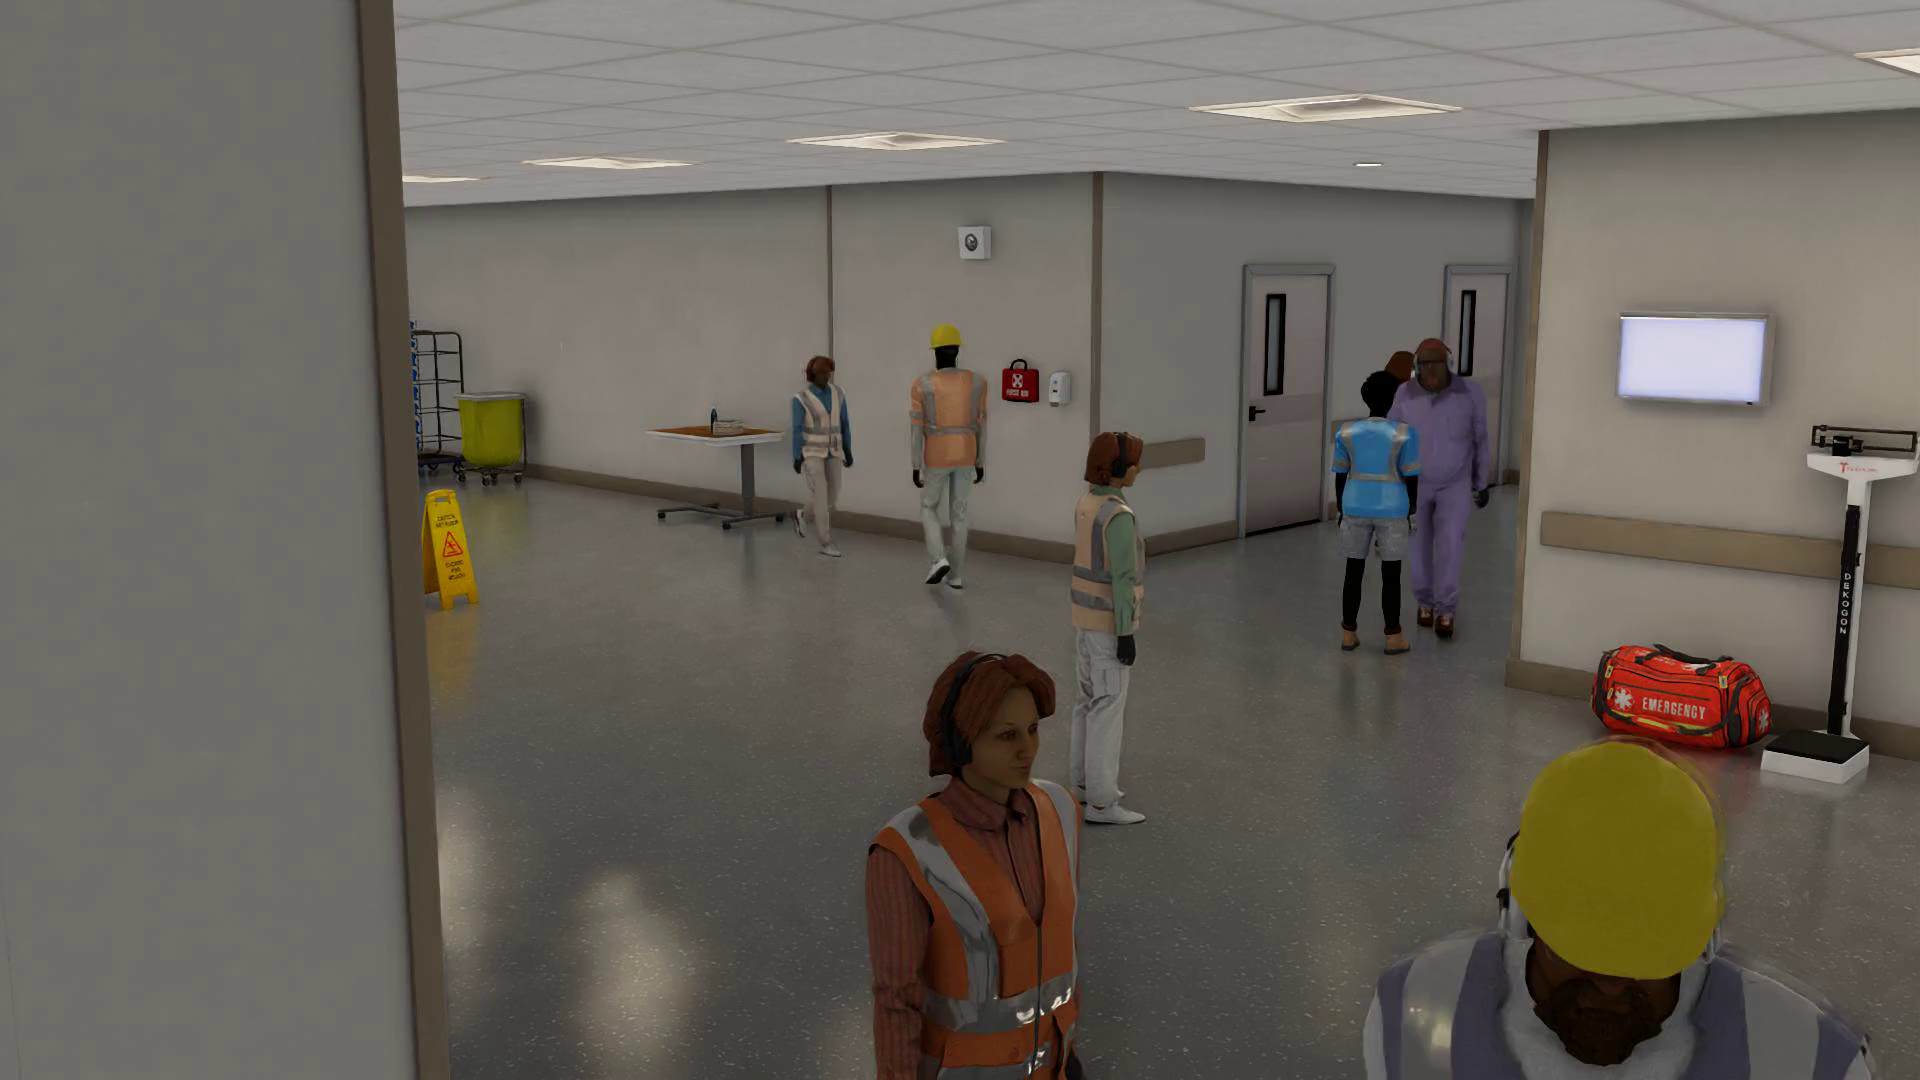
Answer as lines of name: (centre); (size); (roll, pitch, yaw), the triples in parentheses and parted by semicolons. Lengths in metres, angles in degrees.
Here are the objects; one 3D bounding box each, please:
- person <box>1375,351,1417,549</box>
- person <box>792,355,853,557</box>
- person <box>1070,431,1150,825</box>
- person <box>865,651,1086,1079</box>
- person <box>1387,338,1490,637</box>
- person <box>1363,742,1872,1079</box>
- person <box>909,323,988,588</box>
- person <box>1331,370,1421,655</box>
person: (3.581, -0.734, 13.657); (0.268, 1.632, 0.506); (4, 10, 22)
person: (-1.174, -0.696, 13.461); (0.548, 1.616, 0.664); (-8, 12, -42)
person: (0.615, 0.363, 6.941); (0.309, 1.634, 0.516); (-2, 9, -12)
person: (0.040, 1.002, 2.995); (0.308, 1.640, 0.511); (8, 13, 42)
person: (2.981, -0.329, 10.471); (0.682, 1.866, 0.865); (3, 10, 17)
person: (0.810, 1.074, 2.098); (0.607, 1.793, 0.816); (4, 10, 23)
person: (-0.087, -0.596, 11.981); (0.588, 1.912, 0.410); (-2, 10, -14)
person: (2.485, -0.160, 9.944); (0.533, 1.697, 0.319); (5, 11, 29)
